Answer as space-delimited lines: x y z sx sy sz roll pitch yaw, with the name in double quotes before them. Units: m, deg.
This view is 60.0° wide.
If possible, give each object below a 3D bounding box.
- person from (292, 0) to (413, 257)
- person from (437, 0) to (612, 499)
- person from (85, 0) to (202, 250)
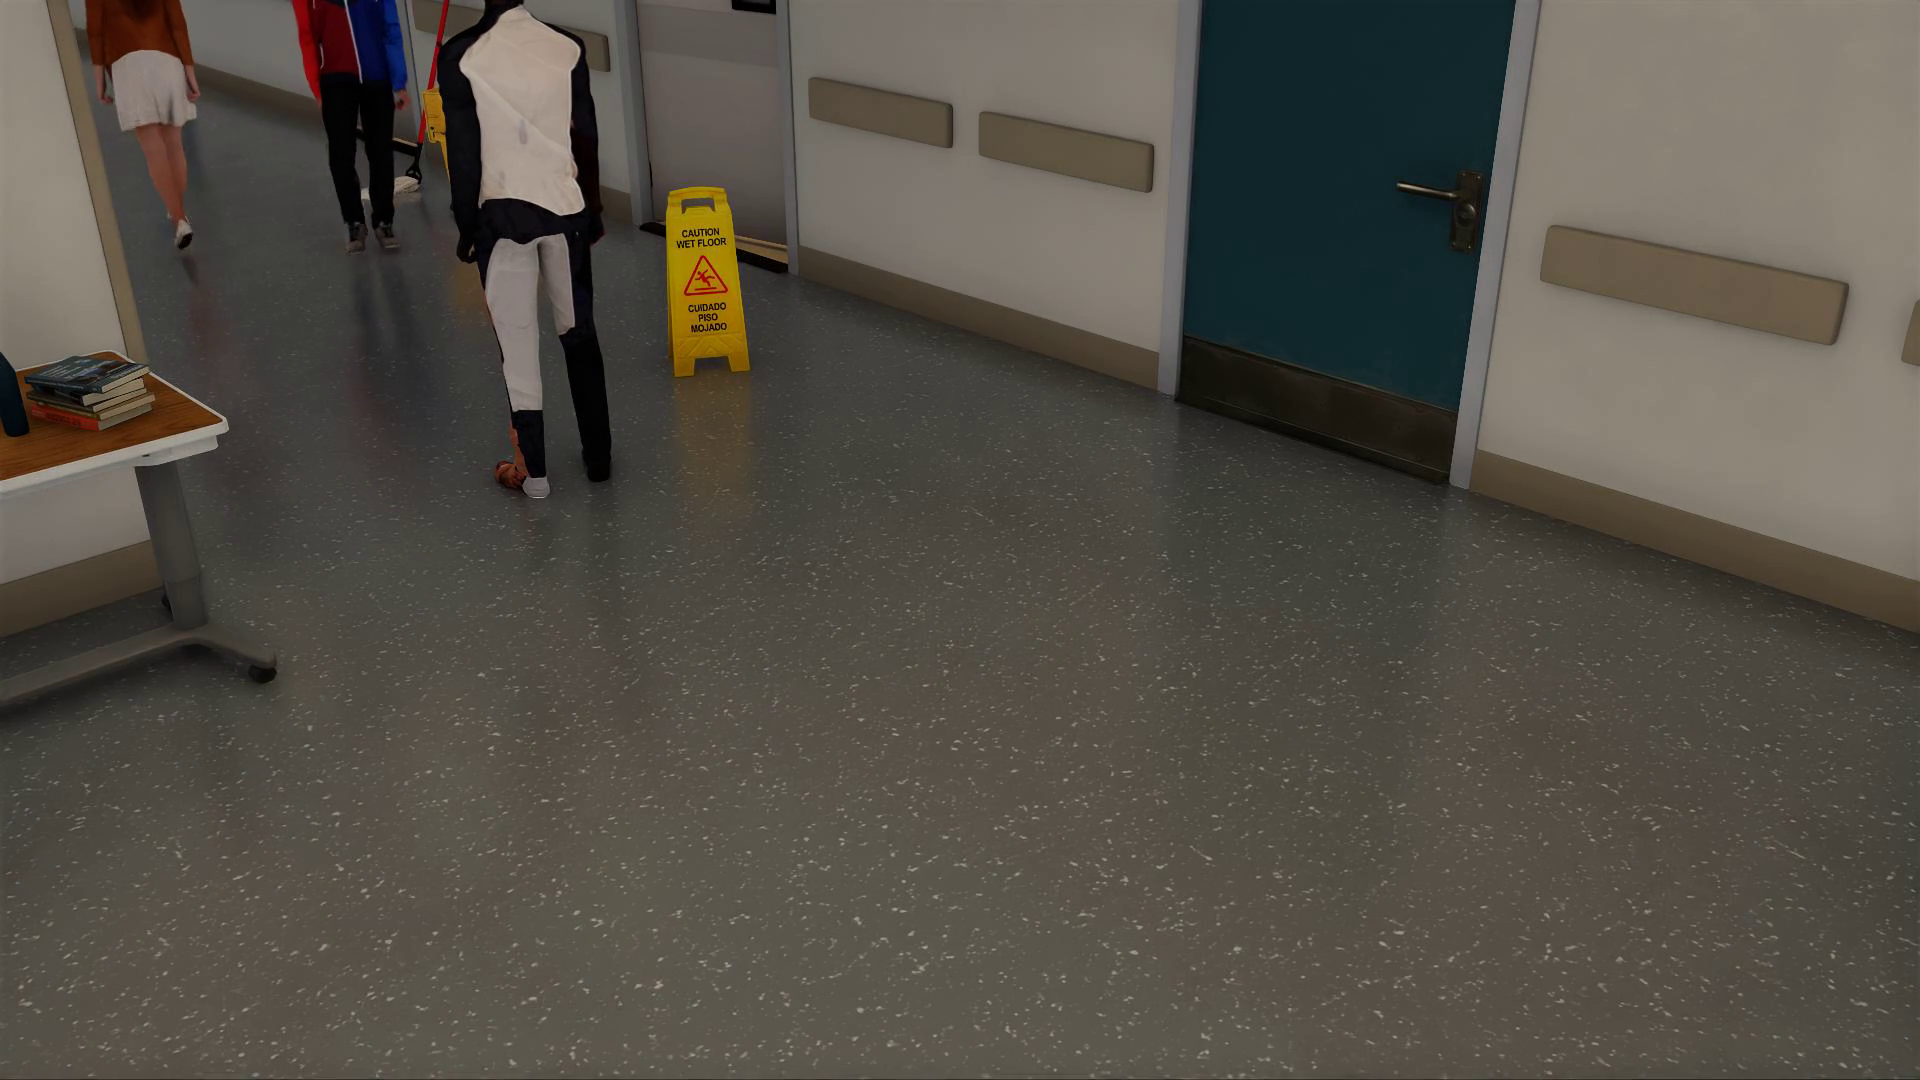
"person" -3.053 -2.343 8.406 0.741 1.746 0.754 -11 28 -22
"person" -1.444 -1.073 5.602 0.722 1.893 0.655 -16 30 -30
"person" -4.085 -2.309 8.402 0.746 1.687 1.123 -17 31 -31
